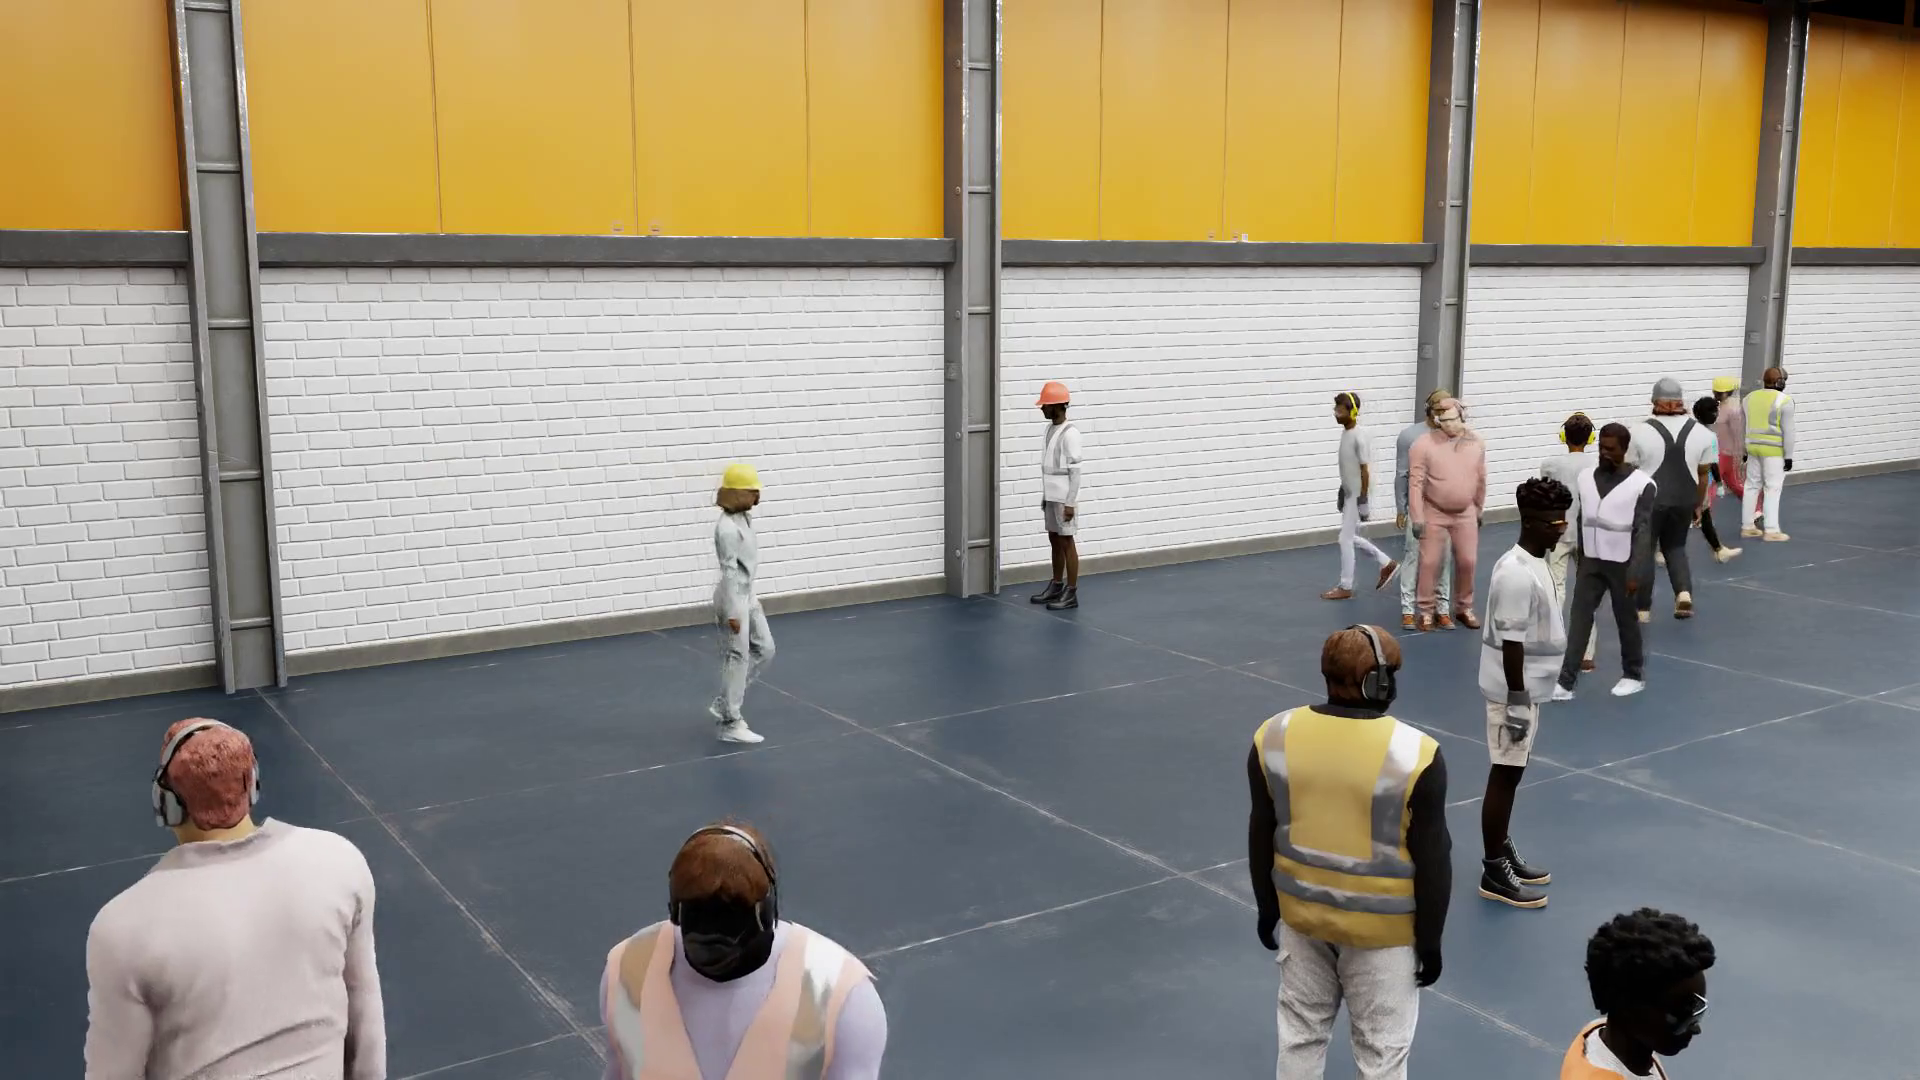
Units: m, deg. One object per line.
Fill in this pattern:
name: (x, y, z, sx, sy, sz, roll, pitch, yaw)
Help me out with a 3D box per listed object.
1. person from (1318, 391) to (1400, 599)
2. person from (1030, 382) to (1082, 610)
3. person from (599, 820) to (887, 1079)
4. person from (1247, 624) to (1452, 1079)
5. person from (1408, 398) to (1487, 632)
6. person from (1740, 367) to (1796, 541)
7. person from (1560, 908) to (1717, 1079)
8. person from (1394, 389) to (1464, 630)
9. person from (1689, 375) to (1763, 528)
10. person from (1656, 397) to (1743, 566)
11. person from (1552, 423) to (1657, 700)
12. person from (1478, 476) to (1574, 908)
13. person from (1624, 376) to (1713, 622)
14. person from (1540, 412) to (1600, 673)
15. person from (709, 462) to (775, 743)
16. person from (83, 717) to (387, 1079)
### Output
person: (3.500, -0.379, 14.425, 0.653, 1.839, 0.539, -1, 9, -4)
person: (0.824, -0.373, 14.078, 0.376, 1.934, 0.546, -3, 10, -20)
person: (-0.473, 1.463, 3.365, 0.626, 1.812, 0.766, 1, 9, 6)
person: (1.193, 1.165, 5.098, 0.624, 1.841, 0.430, 7, 12, 35)
person: (3.864, -0.192, 13.209, 0.676, 1.883, 0.420, 0, 9, -3)
person: (8.566, -0.913, 17.614, 0.429, 1.839, 0.633, -4, 10, -23)
person: (1.280, 1.535, 3.295, 0.318, 1.694, 0.539, 4, 10, 21)
person: (3.781, -0.242, 13.280, 0.630, 1.938, 0.373, 0, 9, 0)
person: (8.481, -0.963, 18.325, 0.878, 1.727, 0.533, 0, 9, 1)
person: (7.148, -0.551, 15.982, 0.885, 1.641, 0.550, 0, 9, 2)
person: (4.312, 0.153, 11.106, 0.905, 1.867, 0.605, -6, 11, -34)
person: (2.586, 0.678, 7.657, 0.372, 1.962, 0.603, 5, 10, 25)
person: (5.682, -0.331, 13.500, 0.684, 2.000, 0.574, 0, 9, 3)
person: (4.380, 0.018, 11.906, 0.519, 1.874, 0.327, 2, 10, 13)
person: (-1.320, 0.385, 10.117, 0.364, 1.728, 0.509, 1, 9, 5)
person: (-1.678, 1.339, 3.869, 0.417, 1.893, 0.671, 8, 12, 40)
